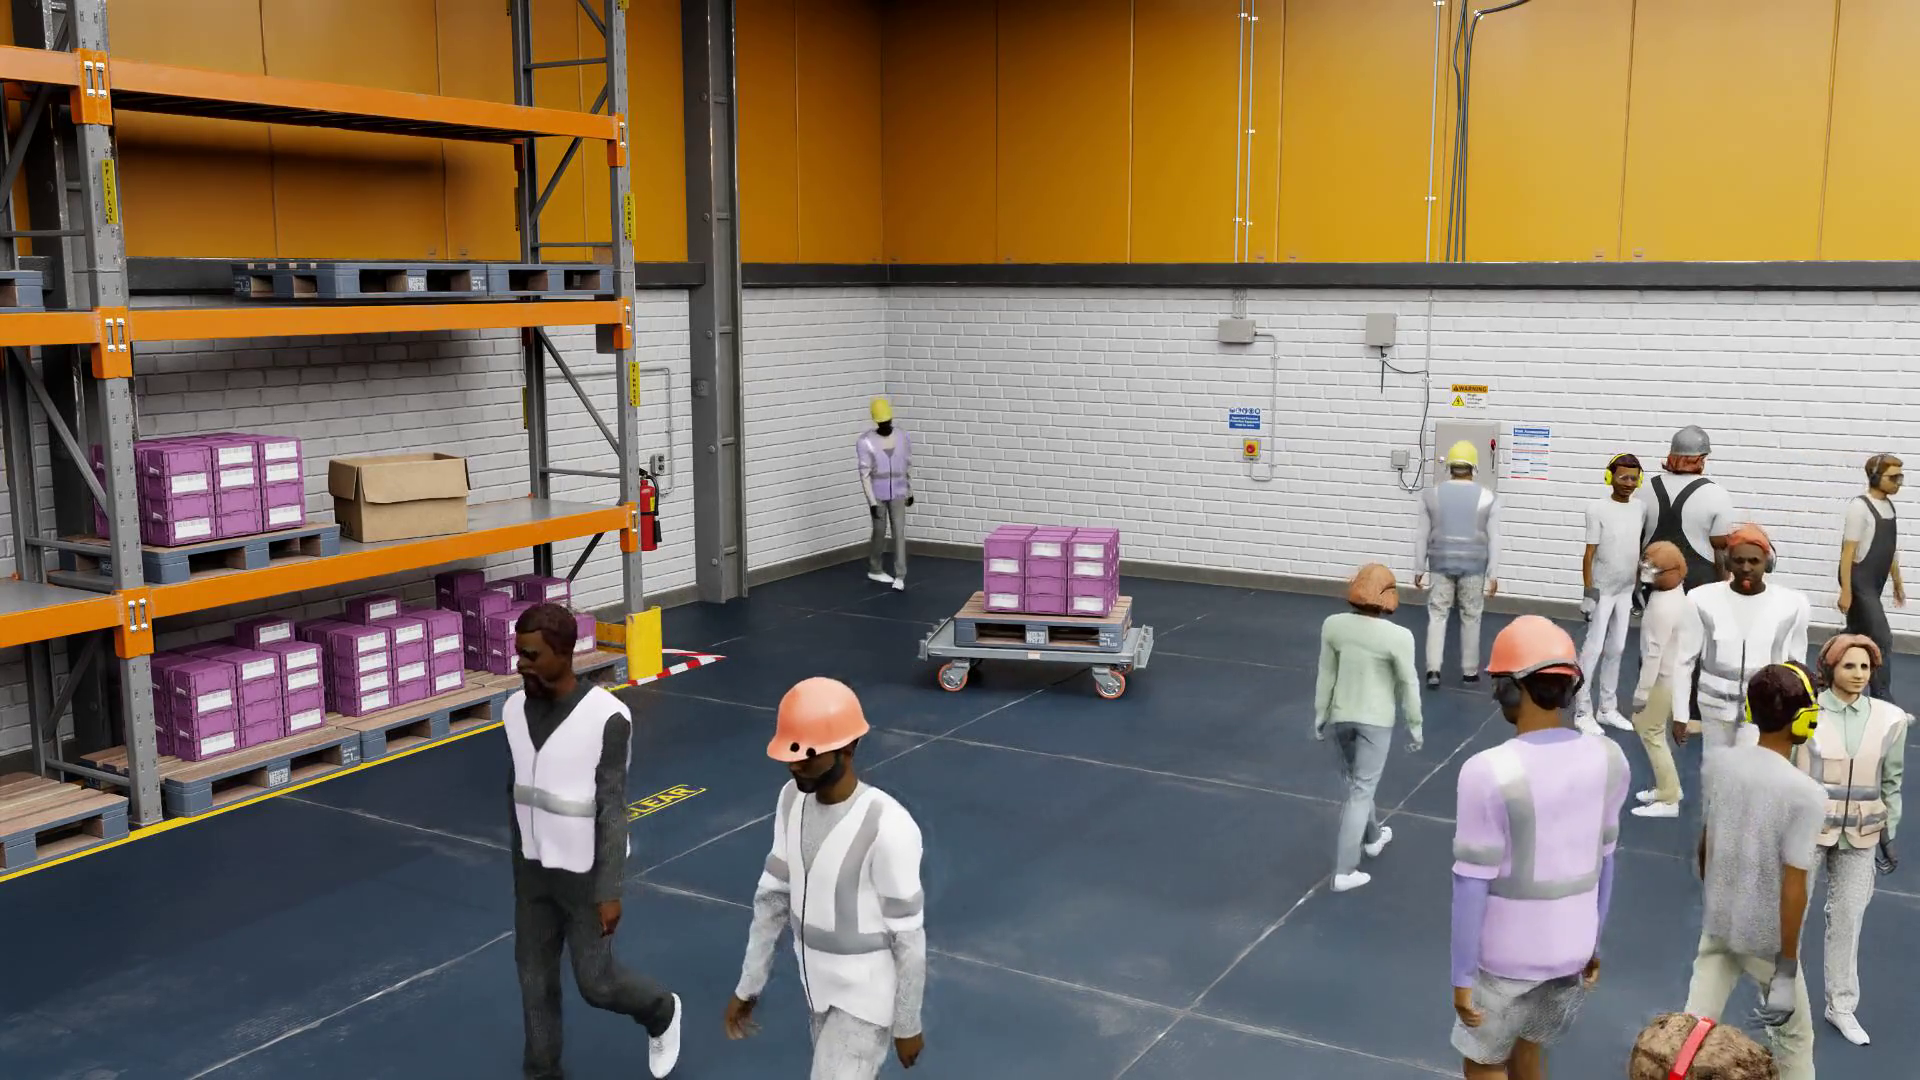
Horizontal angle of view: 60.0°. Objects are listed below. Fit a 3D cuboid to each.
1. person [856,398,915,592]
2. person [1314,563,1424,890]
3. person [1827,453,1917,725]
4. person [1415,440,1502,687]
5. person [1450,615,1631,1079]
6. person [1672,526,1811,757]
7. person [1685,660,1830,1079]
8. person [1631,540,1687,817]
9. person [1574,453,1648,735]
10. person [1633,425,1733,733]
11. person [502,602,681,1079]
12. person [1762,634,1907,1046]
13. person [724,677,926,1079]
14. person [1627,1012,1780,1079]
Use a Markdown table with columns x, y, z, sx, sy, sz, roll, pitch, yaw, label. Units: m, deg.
| x | y | z | sx | sy | sz | roll | pitch | yaw | label |
| --- | --- | --- | --- | --- | --- | --- | --- | --- | --- |
| -0.707 | -0.446 | 16.007 | 0.611 | 1.860 | 0.841 | -3 | 10 | -17 | person |
| 2.091 | 0.905 | 8.349 | 0.802 | 1.597 | 0.524 | -9 | 13 | -43 | person |
| 6.236 | 0.337 | 11.189 | 0.530 | 1.821 | 0.767 | -8 | 12 | -39 | person |
| 3.651 | 0.178 | 12.184 | 0.604 | 1.834 | 0.404 | 4 | 10 | 22 | person |
| 1.768 | 1.240 | 5.013 | 0.614 | 2.010 | 0.702 | -4 | 10 | -22 | person |
| 3.824 | 0.818 | 8.191 | 0.586 | 1.832 | 0.997 | 5 | 10 | 26 | person |
| 2.549 | 1.278 | 5.396 | 1.036 | 1.816 | 0.537 | -4 | 10 | -25 | person |
| 3.863 | 0.769 | 9.185 | 0.323 | 1.594 | 0.577 | 4 | 10 | 25 | person |
| 4.322 | 0.351 | 10.979 | 0.513 | 1.865 | 0.329 | -4 | 10 | -24 | person |
| 4.834 | 0.246 | 11.084 | 0.538 | 2.000 | 0.684 | -8 | 12 | -39 | person |
| -1.359 | 1.143 | 5.912 | 0.603 | 1.900 | 0.729 | 6 | 11 | 32 | person |
| 3.428 | 1.170 | 6.557 | 0.511 | 1.645 | 0.307 | 1 | 9 | 6 | person |
| -0.427 | 1.326 | 4.772 | 0.827 | 1.898 | 0.545 | -7 | 11 | -36 | person |
| 1.184 | 1.675 | 3.013 | 0.994 | 1.772 | 0.656 | 3 | 10 | 20 | person |
